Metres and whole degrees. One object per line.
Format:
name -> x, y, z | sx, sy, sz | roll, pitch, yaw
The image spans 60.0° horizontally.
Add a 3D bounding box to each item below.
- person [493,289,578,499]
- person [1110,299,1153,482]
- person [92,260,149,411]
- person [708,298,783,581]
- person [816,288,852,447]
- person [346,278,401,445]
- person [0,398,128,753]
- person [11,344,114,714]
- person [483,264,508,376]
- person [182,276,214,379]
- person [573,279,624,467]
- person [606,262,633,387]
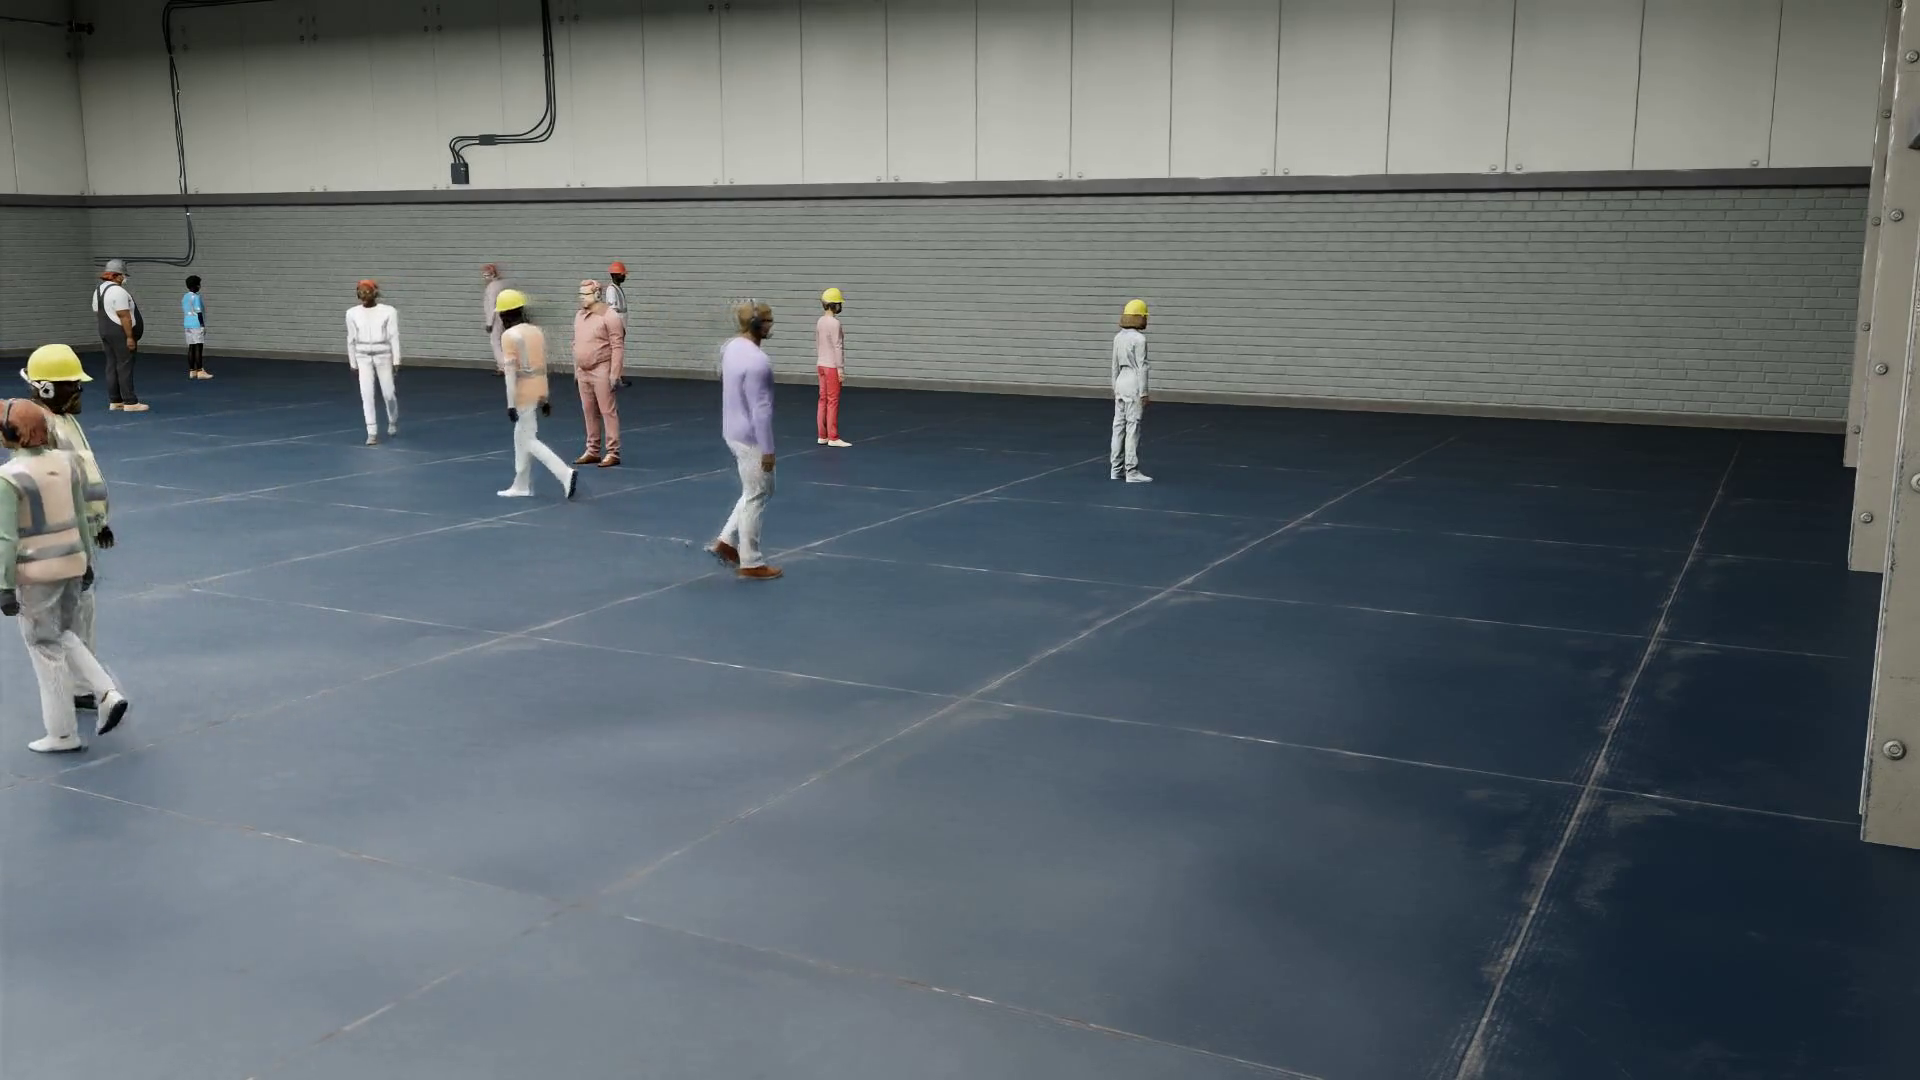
person -> -3.774, -1.281, 14.775 | 0.825, 1.889, 0.626 | 3, 11, 15
person -> 1.656, -1.429, 15.951 | 0.324, 1.740, 0.492 | -6, 12, -29
person -> -11.276, -2.759, 22.387 | 0.674, 2.000, 0.535 | 7, 13, 35
person -> -1.400, -0.669, 11.290 | 0.440, 1.926, 0.654 | -4, 11, -23
person -> -1.422, -1.918, 18.552 | 0.312, 1.768, 0.529 | -6, 12, -29
person -> -6.647, -2.037, 18.907 | 0.593, 1.872, 0.689 | -1, 10, -8
person -> -4.109, 0.168, 7.513 | 0.385, 1.625, 0.547 | 1, 10, 8
person -> -4.409, -0.052, 8.204 | 0.416, 1.824, 0.611 | -3, 11, -18
person -> -7.758, -3.695, 27.973 | 0.415, 1.873, 0.803 | 1, 10, 7
person -> -12.564, -3.494, 27.344 | 0.532, 1.694, 0.319 | 9, 14, 40
person -> -3.723, -1.695, 16.958 | 0.652, 1.904, 0.402 | 8, 13, 36
person -> -5.308, -3.350, 25.895 | 0.362, 1.938, 0.545 | 0, 10, -2
